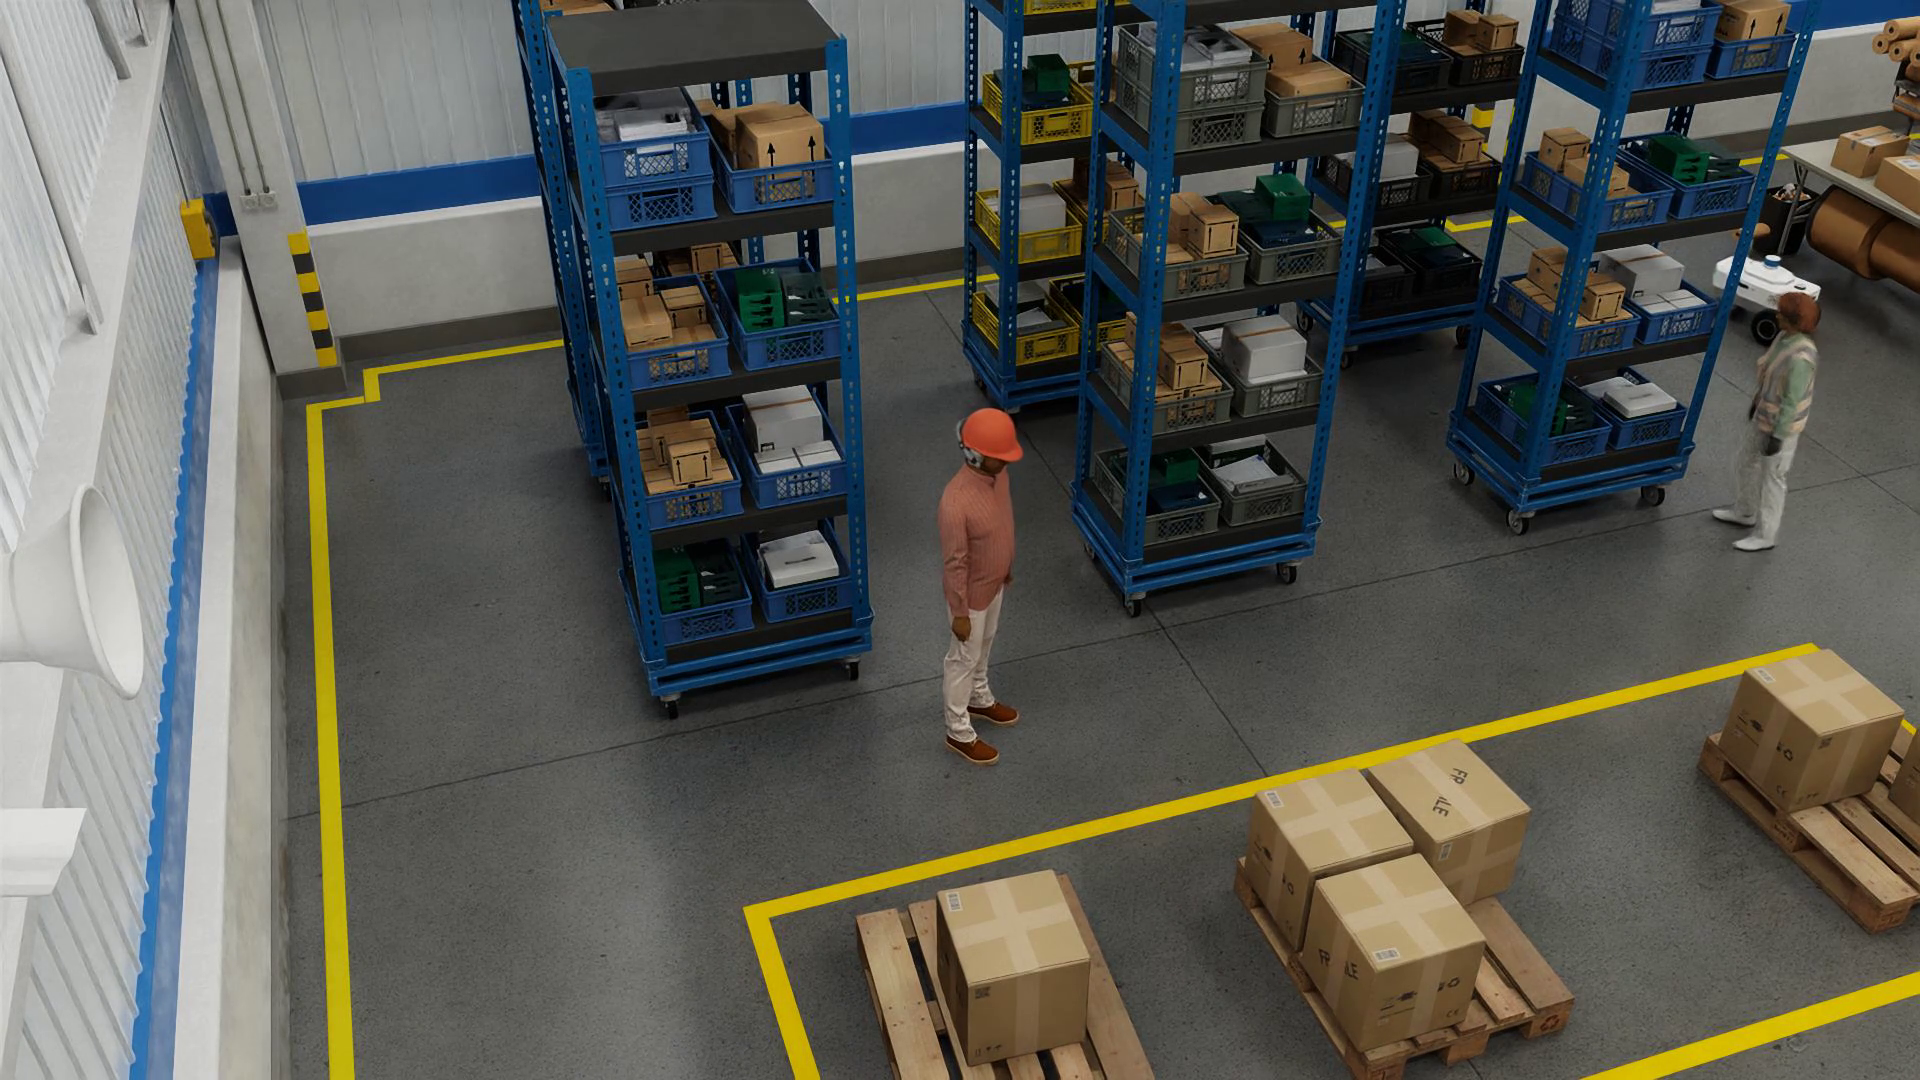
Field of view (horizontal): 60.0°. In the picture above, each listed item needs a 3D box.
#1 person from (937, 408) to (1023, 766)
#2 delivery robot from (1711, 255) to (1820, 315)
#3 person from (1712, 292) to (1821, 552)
[{"bbox_3d":[0.103,0.217,8.246,0.387,1.988,0.608,13,37,18],"label":"person"},{"bbox_3d":[5.983,-1.883,12.378,0.477,0.478,0.707,-23,41,-29],"label":"delivery robot"},{"bbox_3d":[4.828,-0.701,9.858,0.322,1.628,0.538,4,35,6],"label":"person"}]
